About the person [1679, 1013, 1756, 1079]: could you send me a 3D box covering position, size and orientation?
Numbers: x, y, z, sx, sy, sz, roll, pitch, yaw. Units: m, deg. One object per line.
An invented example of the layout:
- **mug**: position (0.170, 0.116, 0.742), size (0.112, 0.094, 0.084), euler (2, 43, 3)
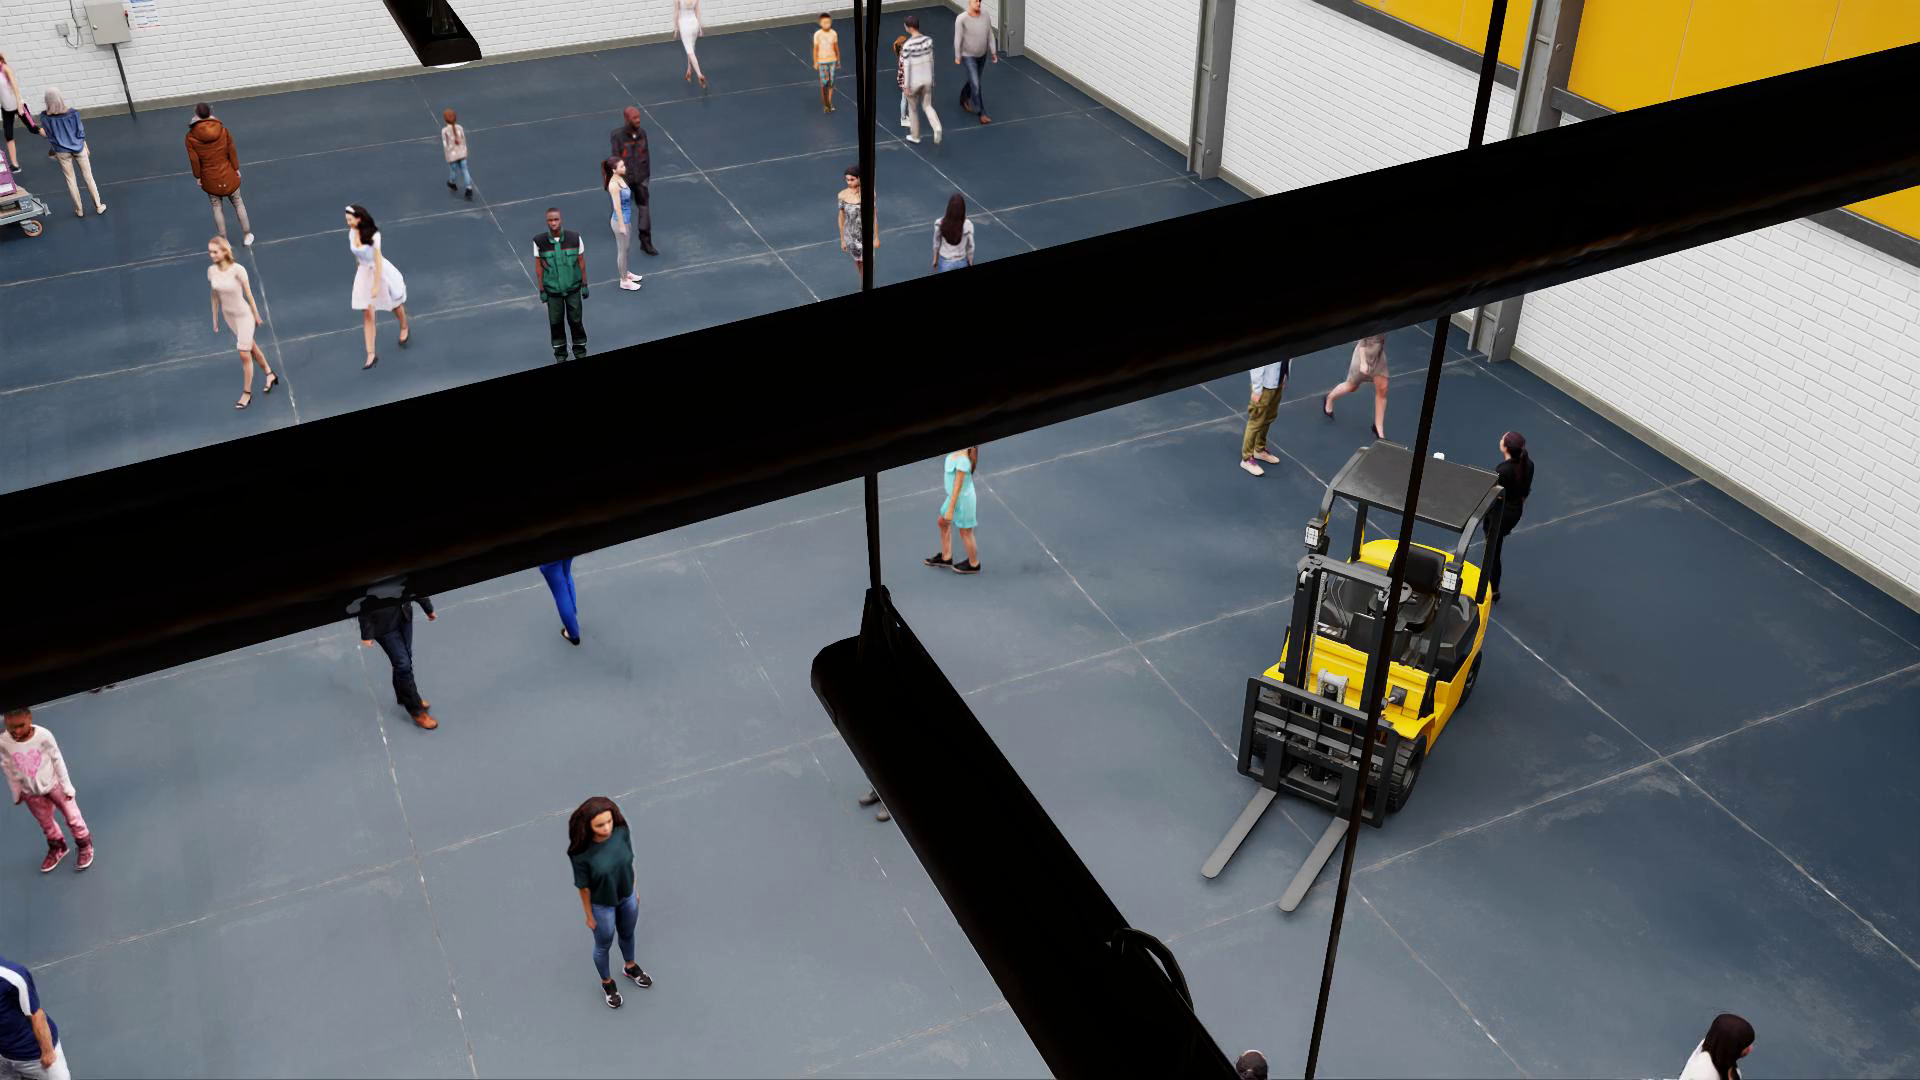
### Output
- **person**: position (3.962, 3.180, 9.196), size (0.985, 1.617, 0.904), euler (16, 37, 23)

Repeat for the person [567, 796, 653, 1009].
- **person**: position (-2.226, 2.265, 10.572), size (0.680, 1.617, 0.698), euler (-29, 43, -36)

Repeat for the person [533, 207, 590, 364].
- **person**: position (-4.263, -2.704, 17.848), size (0.714, 1.839, 0.644), euler (-10, 35, -14)

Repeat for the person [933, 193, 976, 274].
- **person**: position (-0.069, -3.043, 18.564), size (0.832, 1.611, 1.031), euler (-1, 34, -2)

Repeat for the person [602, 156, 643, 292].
- **person**: position (-3.996, -3.760, 19.644), size (0.701, 1.610, 0.594), euler (-1, 34, -1)

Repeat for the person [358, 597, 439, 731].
- **person**: position (-4.473, 0.587, 12.942), size (1.004, 1.788, 0.943), euler (18, 37, 24)

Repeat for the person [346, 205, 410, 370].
- **person**: position (-6.273, -2.797, 18.073), size (1.114, 1.745, 1.224), euler (10, 35, 14)

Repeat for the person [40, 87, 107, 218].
- **person**: position (-11.470, -5.015, 21.455), size (0.603, 1.694, 0.551), euler (-14, 36, -19)

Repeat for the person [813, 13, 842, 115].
- **person**: position (-2.021, -7.175, 24.923), size (0.533, 1.453, 0.587), euler (-14, 36, -20)

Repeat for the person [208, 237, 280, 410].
- **person**: position (-7.439, -2.331, 17.322), size (0.929, 1.800, 1.023), euler (9, 35, 13)

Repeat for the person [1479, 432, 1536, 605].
- **person**: position (4.668, -0.139, 14.161), size (0.635, 1.648, 0.643), euler (-18, 38, -25)

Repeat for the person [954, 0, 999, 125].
- **person**: position (0.173, -7.138, 24.500), size (0.850, 1.859, 1.288), euler (-19, 38, -26)

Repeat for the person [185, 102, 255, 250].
- **person**: position (-9.163, -4.502, 20.553), size (0.718, 1.838, 0.713), euler (-17, 37, -24)

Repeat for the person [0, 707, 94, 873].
- **person**: position (-6.407, 1.686, 11.599), size (0.608, 1.445, 0.593), euler (-2, 34, -3)

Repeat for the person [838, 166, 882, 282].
- **person**: position (-1.107, -3.458, 19.027), size (0.790, 1.790, 0.853), euler (8, 34, 11)

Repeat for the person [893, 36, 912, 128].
- **person**: position (-0.810, -6.750, 24.417), size (0.669, 1.305, 0.580), euler (-1, 34, -1)

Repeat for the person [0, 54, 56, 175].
- **person**: position (-12.887, -5.954, 22.835), size (1.185, 1.730, 1.244), euler (12, 36, 18)

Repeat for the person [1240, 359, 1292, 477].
- **person**: position (2.973, -1.518, 16.089), size (0.700, 1.811, 0.743), euler (28, 42, 35)

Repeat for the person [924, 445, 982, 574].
- **person**: position (0.082, -0.356, 14.579), size (0.781, 1.547, 0.773), euler (0, 34, 0)

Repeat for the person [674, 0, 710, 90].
- **person**: position (-4.131, -7.770, 25.544), size (0.650, 1.757, 1.086), euler (-18, 38, -25)

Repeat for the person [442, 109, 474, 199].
- **person**: position (-6.653, -5.095, 22.055), size (0.588, 1.164, 0.842), euler (-22, 39, -29)

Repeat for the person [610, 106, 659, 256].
- **person**: position (-4.112, -4.484, 20.565), size (0.823, 1.795, 1.235), euler (-19, 38, -26)

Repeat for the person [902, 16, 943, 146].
- **person**: position (-0.533, -6.437, 23.471), size (0.787, 1.830, 0.984), euler (-18, 38, -25)

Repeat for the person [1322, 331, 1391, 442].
- **person**: position (4.016, -1.821, 16.637), size (0.723, 1.709, 1.138), euler (-21, 39, -28)
